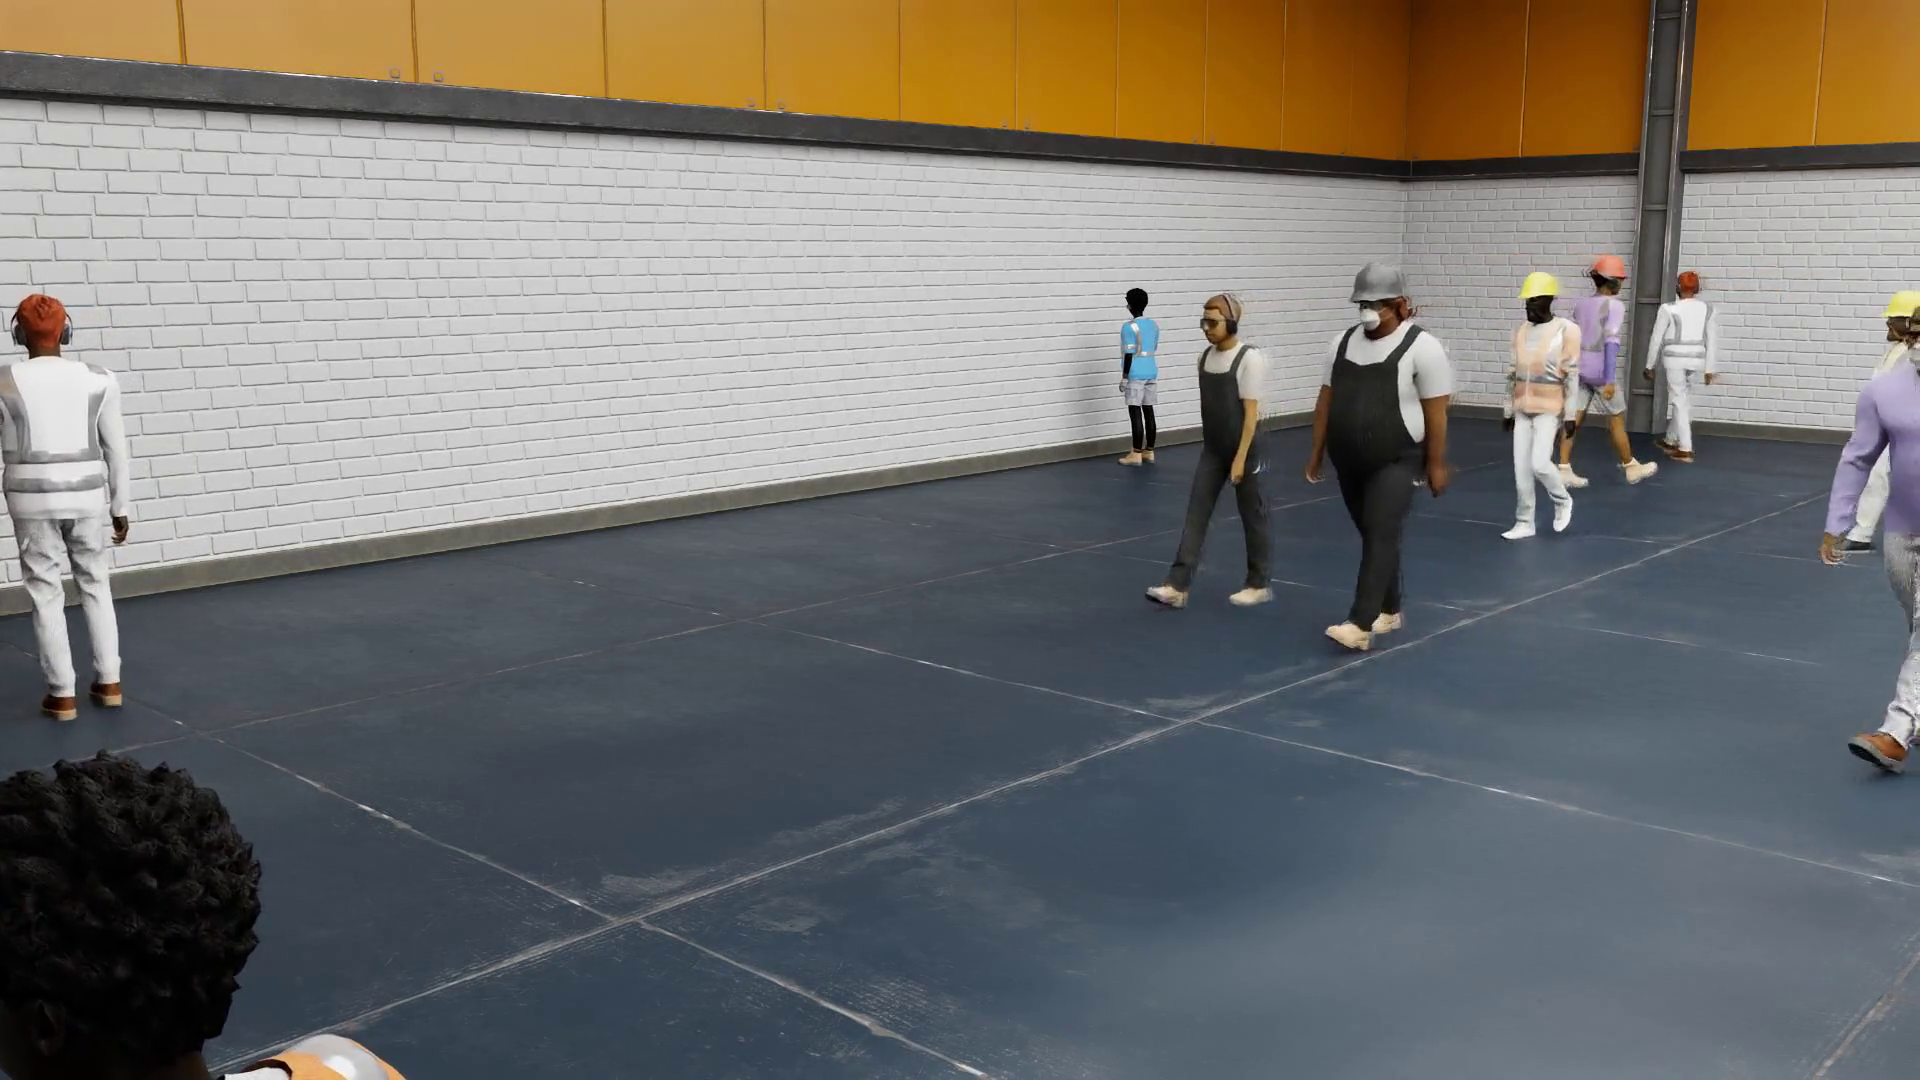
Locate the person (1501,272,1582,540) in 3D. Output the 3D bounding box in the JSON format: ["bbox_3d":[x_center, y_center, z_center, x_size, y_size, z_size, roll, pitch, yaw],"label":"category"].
[{"bbox_3d":[4.136,-0.944,11.826,0.487,1.907,0.602,-6,12,-30],"label":"person"}]

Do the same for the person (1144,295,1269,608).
[{"bbox_3d":[1.460,-0.479,9.472,0.927,1.801,0.524,-8,13,-39],"label":"person"}]

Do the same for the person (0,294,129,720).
[{"bbox_3d":[-4.009,-0.140,7.343,0.595,1.877,0.461,-9,14,-42],"label":"person"}]

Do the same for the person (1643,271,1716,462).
[{"bbox_3d":[7.093,-1.726,16.491,0.580,1.839,0.944,-1,10,-8],"label":"person"}]

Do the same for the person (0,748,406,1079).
[{"bbox_3d":[-0.620,1.001,1.378,0.317,1.693,0.535,3,10,18],"label":"person"}]

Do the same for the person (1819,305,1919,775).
[{"bbox_3d":[3.865,-0.027,6.691,1.022,1.877,0.665,-6,12,-32],"label":"person"}]

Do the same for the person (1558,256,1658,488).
[{"bbox_3d":[5.630,-1.448,14.437,1.003,1.995,0.639,-3,10,-17],"label":"person"}]

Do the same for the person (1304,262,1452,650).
[{"bbox_3d":[2.106,-0.457,8.685,0.957,2.000,0.688,-8,13,-37],"label":"person"}]

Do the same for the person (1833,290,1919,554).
[{"bbox_3d":[6.399,-0.781,11.217,0.853,1.802,0.602,3,10,15],"label":"person"}]

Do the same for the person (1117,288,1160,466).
[{"bbox_3d":[1.708,-1.559,15.928,0.322,1.699,0.535,8,13,39],"label":"person"}]
